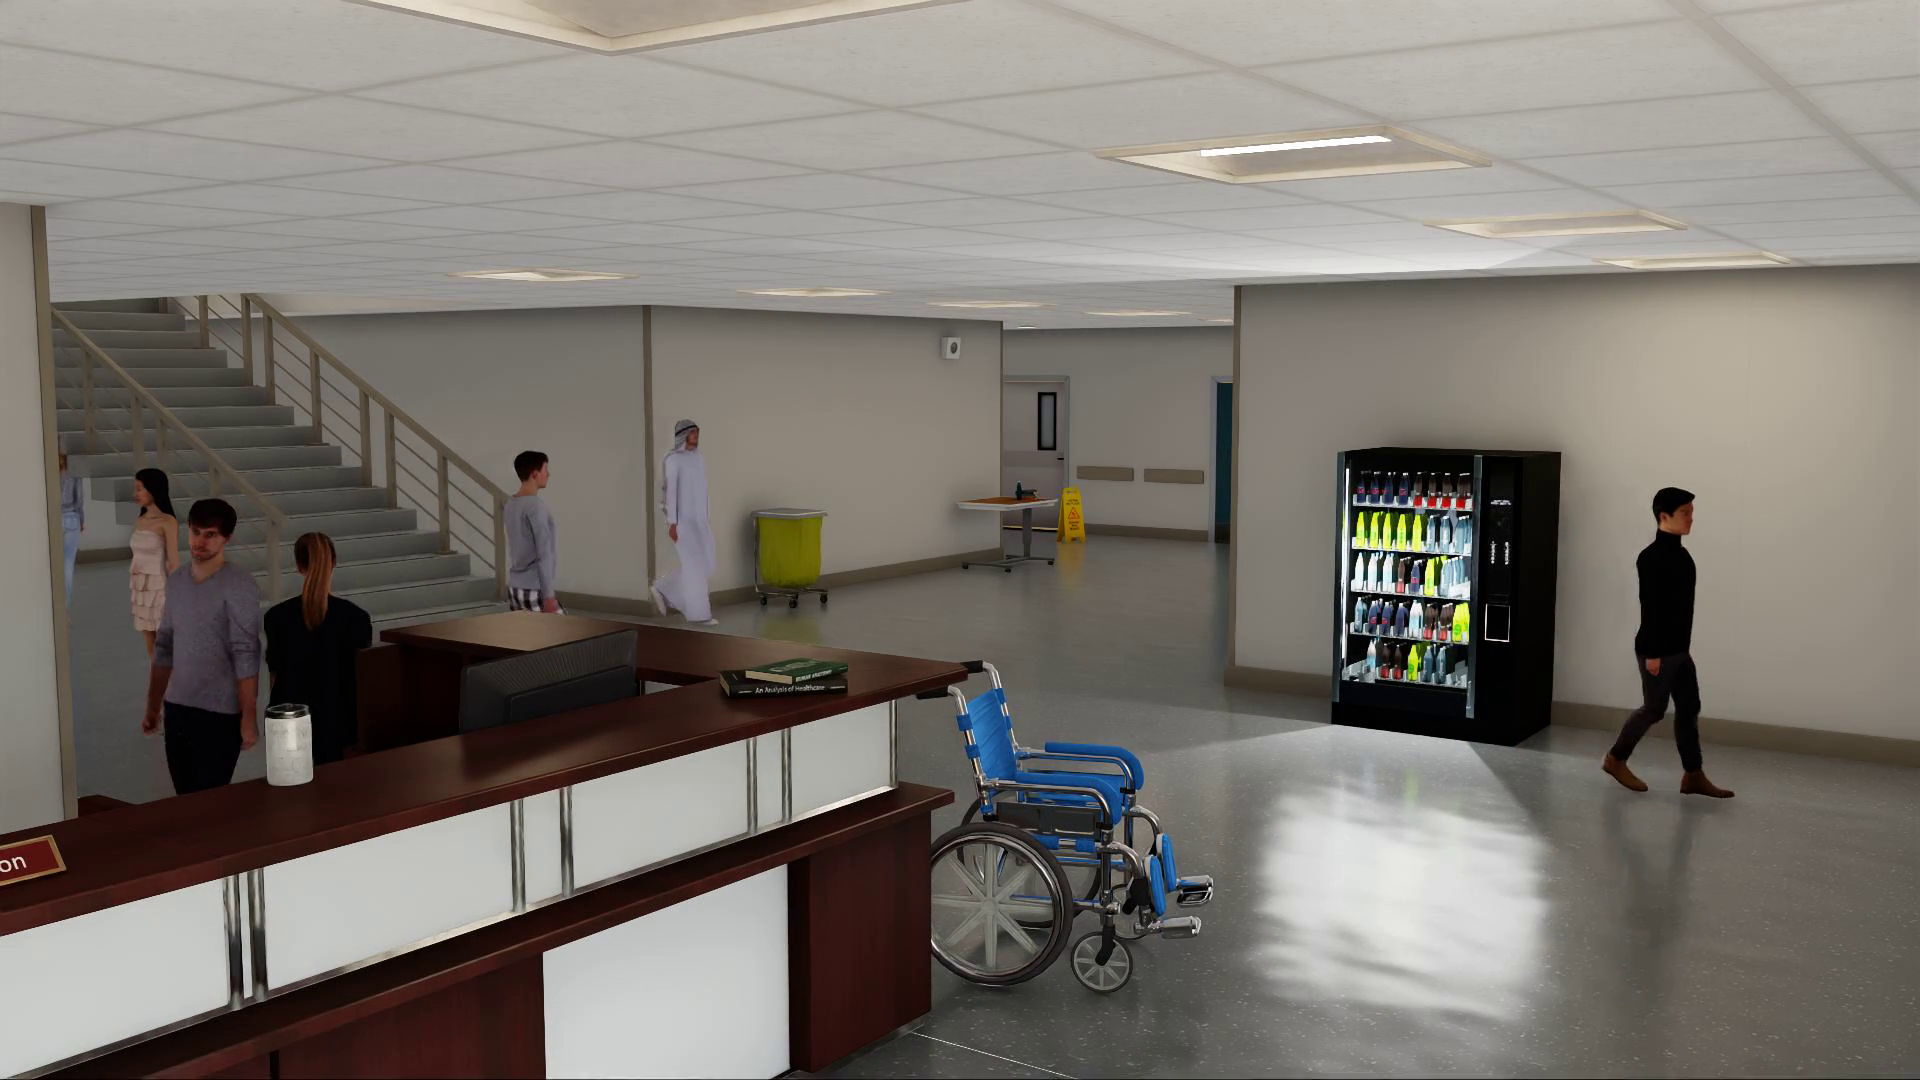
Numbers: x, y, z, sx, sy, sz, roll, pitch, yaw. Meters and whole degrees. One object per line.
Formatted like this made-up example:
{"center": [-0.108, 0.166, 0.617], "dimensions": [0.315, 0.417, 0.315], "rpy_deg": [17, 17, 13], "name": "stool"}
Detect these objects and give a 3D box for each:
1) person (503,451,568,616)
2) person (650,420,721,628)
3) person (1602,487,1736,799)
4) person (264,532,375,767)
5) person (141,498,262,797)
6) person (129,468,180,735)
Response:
{"center": [-2.850, 0.345, 10.831], "dimensions": [0.789, 1.839, 0.739], "rpy_deg": [-5, 8, -40], "name": "person"}
{"center": [-2.588, -0.156, 15.461], "dimensions": [1.071, 1.910, 0.811], "rpy_deg": [3, 6, 24], "name": "person"}
{"center": [3.873, 0.568, 9.263], "dimensions": [0.772, 1.710, 0.983], "rpy_deg": [-5, 8, -43], "name": "person"}
{"center": [-2.717, 0.830, 6.992], "dimensions": [1.118, 1.643, 1.044], "rpy_deg": [0, 6, 4], "name": "person"}
{"center": [-3.189, 0.731, 7.086], "dimensions": [0.632, 1.822, 0.845], "rpy_deg": [4, 7, 37], "name": "person"}
{"center": [-5.232, 0.393, 10.864], "dimensions": [0.471, 1.738, 0.641], "rpy_deg": [4, 7, 32], "name": "person"}
